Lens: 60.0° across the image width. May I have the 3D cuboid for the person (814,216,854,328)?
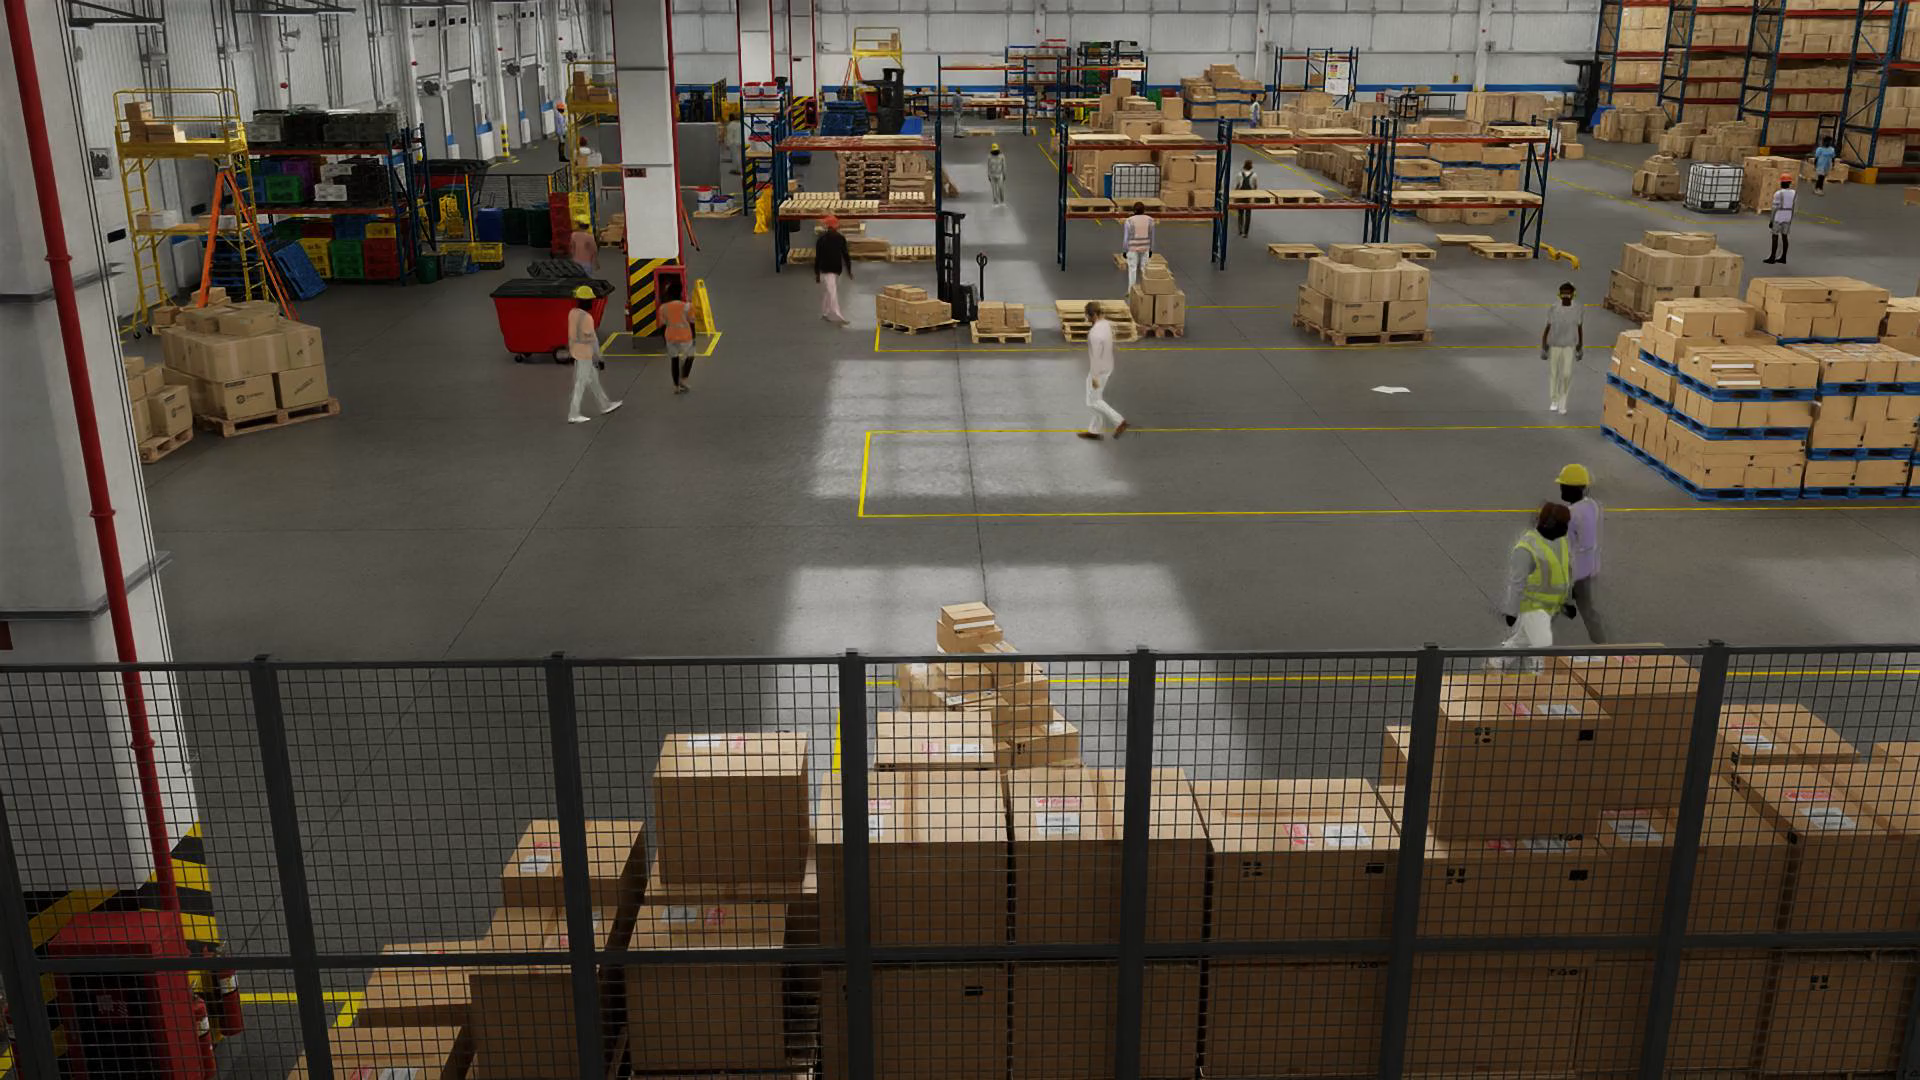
[{"bbox_3d":[-2.227,-4.759,29.446,0.614,1.940,1.042,-16,24,-39],"label":"person"}]

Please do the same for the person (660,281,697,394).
[{"bbox_3d":[-4.152,-2.986,24.568,0.547,1.683,0.369,2,19,5],"label":"person"}]

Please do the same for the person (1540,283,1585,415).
[{"bbox_3d":[8.493,-2.700,23.467,0.577,1.843,0.687,7,20,20],"label":"person"}]

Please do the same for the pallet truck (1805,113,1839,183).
[{"bbox_3d":[26.403,-11.957,50.702,0.823,1.965,1.885,6,19,16],"label":"pallet truck"}]

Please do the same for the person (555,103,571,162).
[{"bbox_3d":[-13.427,-13.746,56.101,0.359,1.939,0.542,-11,21,-28],"label":"person"}]

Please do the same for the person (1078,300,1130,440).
[{"bbox_3d":[1.902,-2.204,21.920,0.635,1.898,0.676,7,20,19],"label":"person"}]

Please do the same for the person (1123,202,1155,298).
[{"bbox_3d":[3.426,-5.590,32.057,0.624,1.844,0.429,-5,19,-13],"label":"person"}]

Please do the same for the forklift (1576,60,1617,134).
[{"bbox_3d":[25.104,-17.621,66.146,1.873,2.768,1.129,-1,19,-2],"label":"forklift"}]

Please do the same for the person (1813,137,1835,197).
[{"bbox_3d":[24.560,-10.637,47.317,0.537,1.655,0.863,-1,19,-3],"label":"person"}]

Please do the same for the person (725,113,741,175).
[{"bbox_3d":[-7.186,-12.431,52.225,0.701,1.916,0.662,8,20,22],"label":"person"}]

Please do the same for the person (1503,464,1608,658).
[{"bbox_3d":[5.421,0.245,14.709,0.588,1.885,1.007,-17,25,-40],"label":"person"}]

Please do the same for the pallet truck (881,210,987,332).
[{"bbox_3d":[-0.493,-4.759,29.349,1.885,1.965,0.823,-13,23,-34],"label":"pallet truck"}]

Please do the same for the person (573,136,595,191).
[{"bbox_3d":[-10.200,-9.978,45.025,0.585,1.867,0.532,-11,22,-31],"label":"person"}]

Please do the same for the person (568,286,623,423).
[{"bbox_3d":[-5.105,-2.592,23.096,0.953,1.882,0.611,-12,22,-33],"label":"person"}]

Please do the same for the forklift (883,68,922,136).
[{"bbox_3d":[-2.381,-15.698,60.440,1.873,2.768,1.129,-13,23,-34],"label":"forklift"}]

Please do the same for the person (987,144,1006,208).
[{"bbox_3d":[0.978,-9.774,44.682,0.508,1.710,0.474,0,19,0],"label":"person"}]

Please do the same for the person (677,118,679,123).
[{"bbox_3d":[-9.211,-12.963,54.290,0.526,1.614,0.767,7,20,20],"label":"person"}]

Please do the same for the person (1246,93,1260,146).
[{"bbox_3d":[10.824,-15.466,61.256,0.394,1.911,0.584,-2,19,-5],"label":"person"}]

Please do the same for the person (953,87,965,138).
[{"bbox_3d":[-0.064,-16.563,64.459,0.370,1.939,0.631,-10,21,-26],"label":"person"}]

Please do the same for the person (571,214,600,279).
[{"bbox_3d":[-6.953,-5.183,30.989,0.543,1.749,0.460,9,21,25],"label":"person"}]

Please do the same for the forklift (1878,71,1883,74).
[{"bbox_3d":[32.120,-15.168,58.869,1.129,2.768,1.873,-1,19,-1],"label":"forklift"}]

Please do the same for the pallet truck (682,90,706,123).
[{"bbox_3d":[-9.671,-15.907,62.421,0.823,1.965,1.885,5,19,15],"label":"pallet truck"}]

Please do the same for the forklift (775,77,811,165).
[{"bbox_3d":[-5.920,-13.893,55.085,1.873,2.768,1.129,-1,19,-1],"label":"forklift"}]

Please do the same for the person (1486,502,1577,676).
[{"bbox_3d":[4.843,0.519,14.032,0.608,1.796,0.933,-16,24,-39],"label":"person"}]

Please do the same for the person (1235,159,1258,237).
[{"bbox_3d":[6.853,-8.175,39.746,0.555,1.822,0.613,5,19,14],"label":"person"}]

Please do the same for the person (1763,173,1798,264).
[{"bbox_3d":[17.735,-6.942,35.941,0.542,1.928,0.399,-4,19,-12],"label":"person"}]
